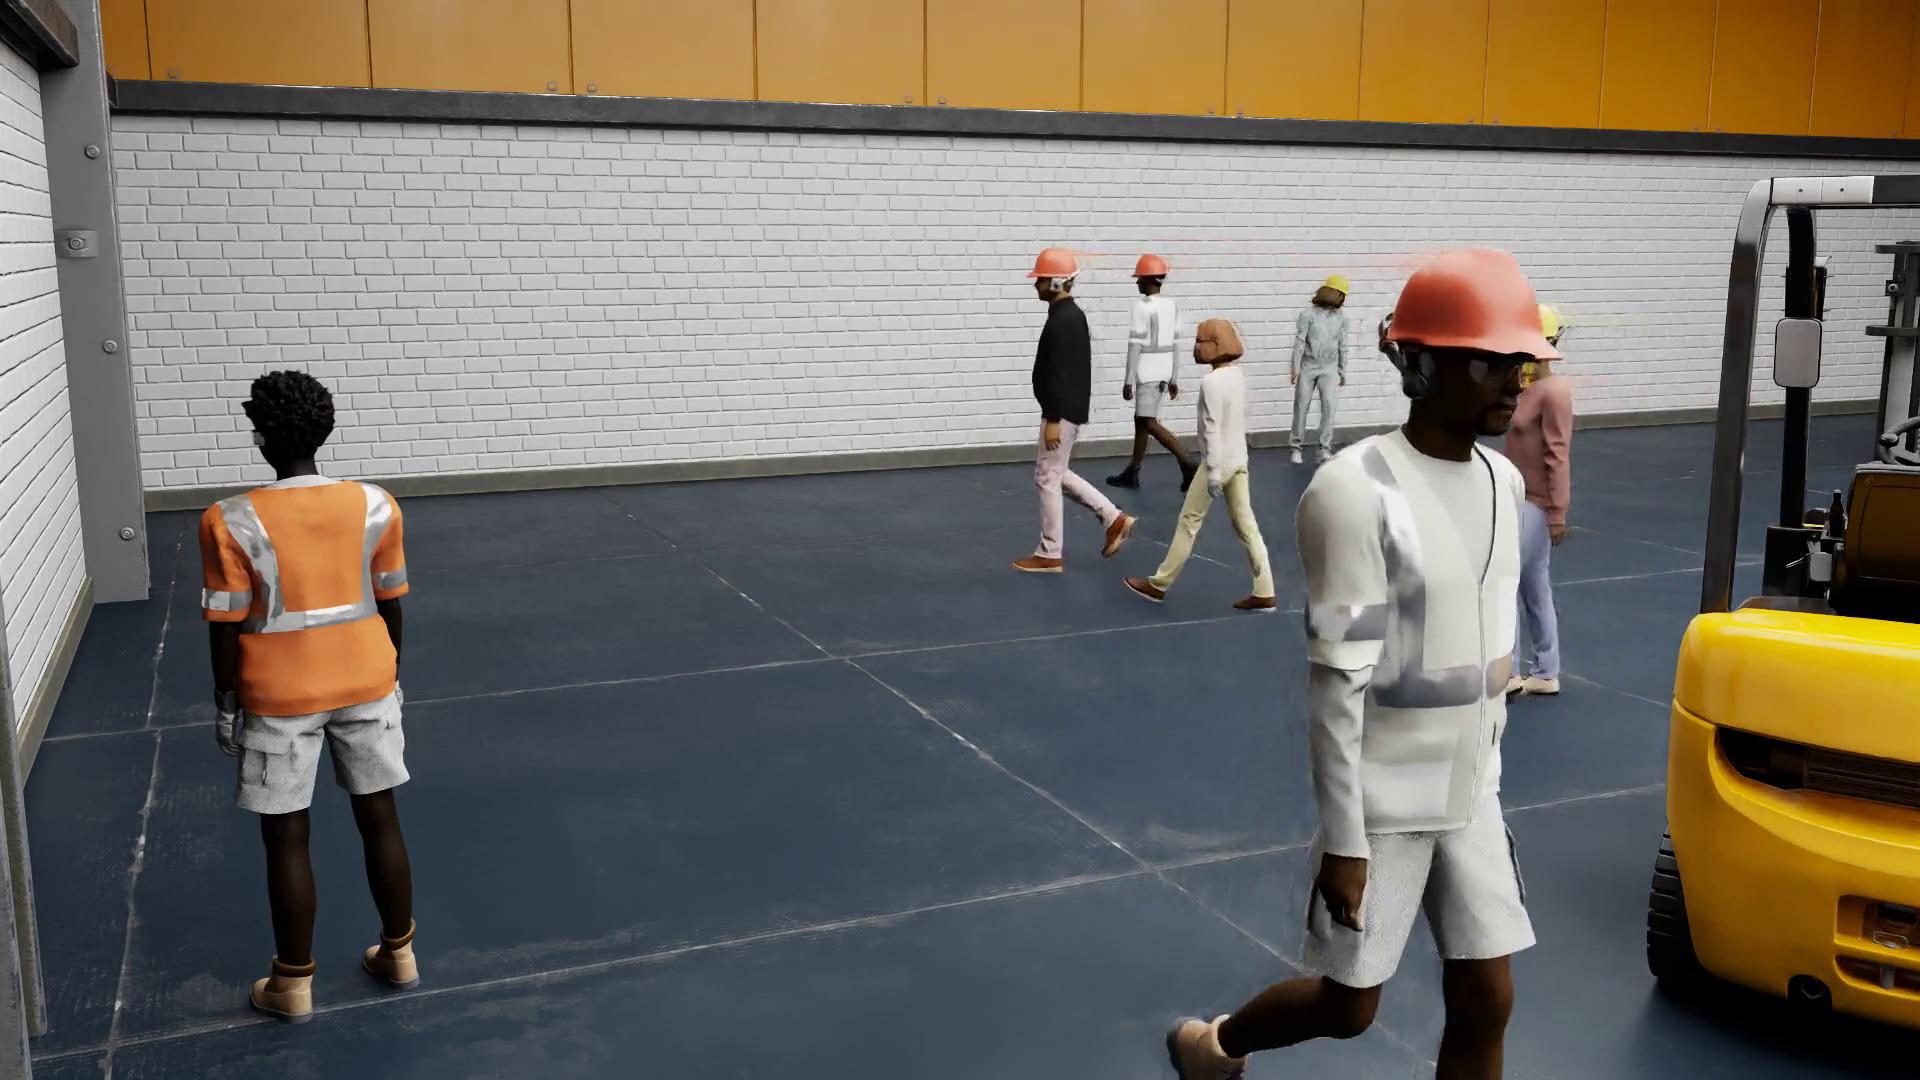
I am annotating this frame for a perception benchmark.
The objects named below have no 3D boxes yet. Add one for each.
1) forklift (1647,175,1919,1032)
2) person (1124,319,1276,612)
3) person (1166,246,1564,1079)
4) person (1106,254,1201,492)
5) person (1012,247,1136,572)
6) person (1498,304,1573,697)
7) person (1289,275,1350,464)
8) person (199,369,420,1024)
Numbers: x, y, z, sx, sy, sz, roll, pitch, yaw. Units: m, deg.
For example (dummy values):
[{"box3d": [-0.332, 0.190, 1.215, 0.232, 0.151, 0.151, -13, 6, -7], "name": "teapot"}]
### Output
[{"box3d": [2.810, 0.094, 4.662, 1.214, 2.155, 2.313, 7, 12, 34], "name": "forklift"}, {"box3d": [1.359, -0.400, 9.071, 0.859, 1.580, 0.523, 6, 12, 31], "name": "person"}, {"box3d": [0.809, 0.446, 3.231, 0.612, 2.017, 0.848, -7, 12, -34], "name": "person"}, {"box3d": [1.585, -1.326, 13.291, 0.894, 1.911, 0.553, 8, 13, 38], "name": "person"}, {"box3d": [0.687, -0.772, 10.057, 0.639, 1.978, 0.623, 2, 10, 11], "name": "person"}, {"box3d": [2.403, -0.151, 7.241, 0.599, 1.745, 0.543, 0, 10, 2], "name": "person"}, {"box3d": [3.208, -1.506, 14.856, 0.550, 1.700, 0.546, -1, 10, -6], "name": "person"}, {"box3d": [-1.686, 0.404, 4.351, 0.533, 1.691, 0.322, -9, 14, -42], "name": "person"}]
